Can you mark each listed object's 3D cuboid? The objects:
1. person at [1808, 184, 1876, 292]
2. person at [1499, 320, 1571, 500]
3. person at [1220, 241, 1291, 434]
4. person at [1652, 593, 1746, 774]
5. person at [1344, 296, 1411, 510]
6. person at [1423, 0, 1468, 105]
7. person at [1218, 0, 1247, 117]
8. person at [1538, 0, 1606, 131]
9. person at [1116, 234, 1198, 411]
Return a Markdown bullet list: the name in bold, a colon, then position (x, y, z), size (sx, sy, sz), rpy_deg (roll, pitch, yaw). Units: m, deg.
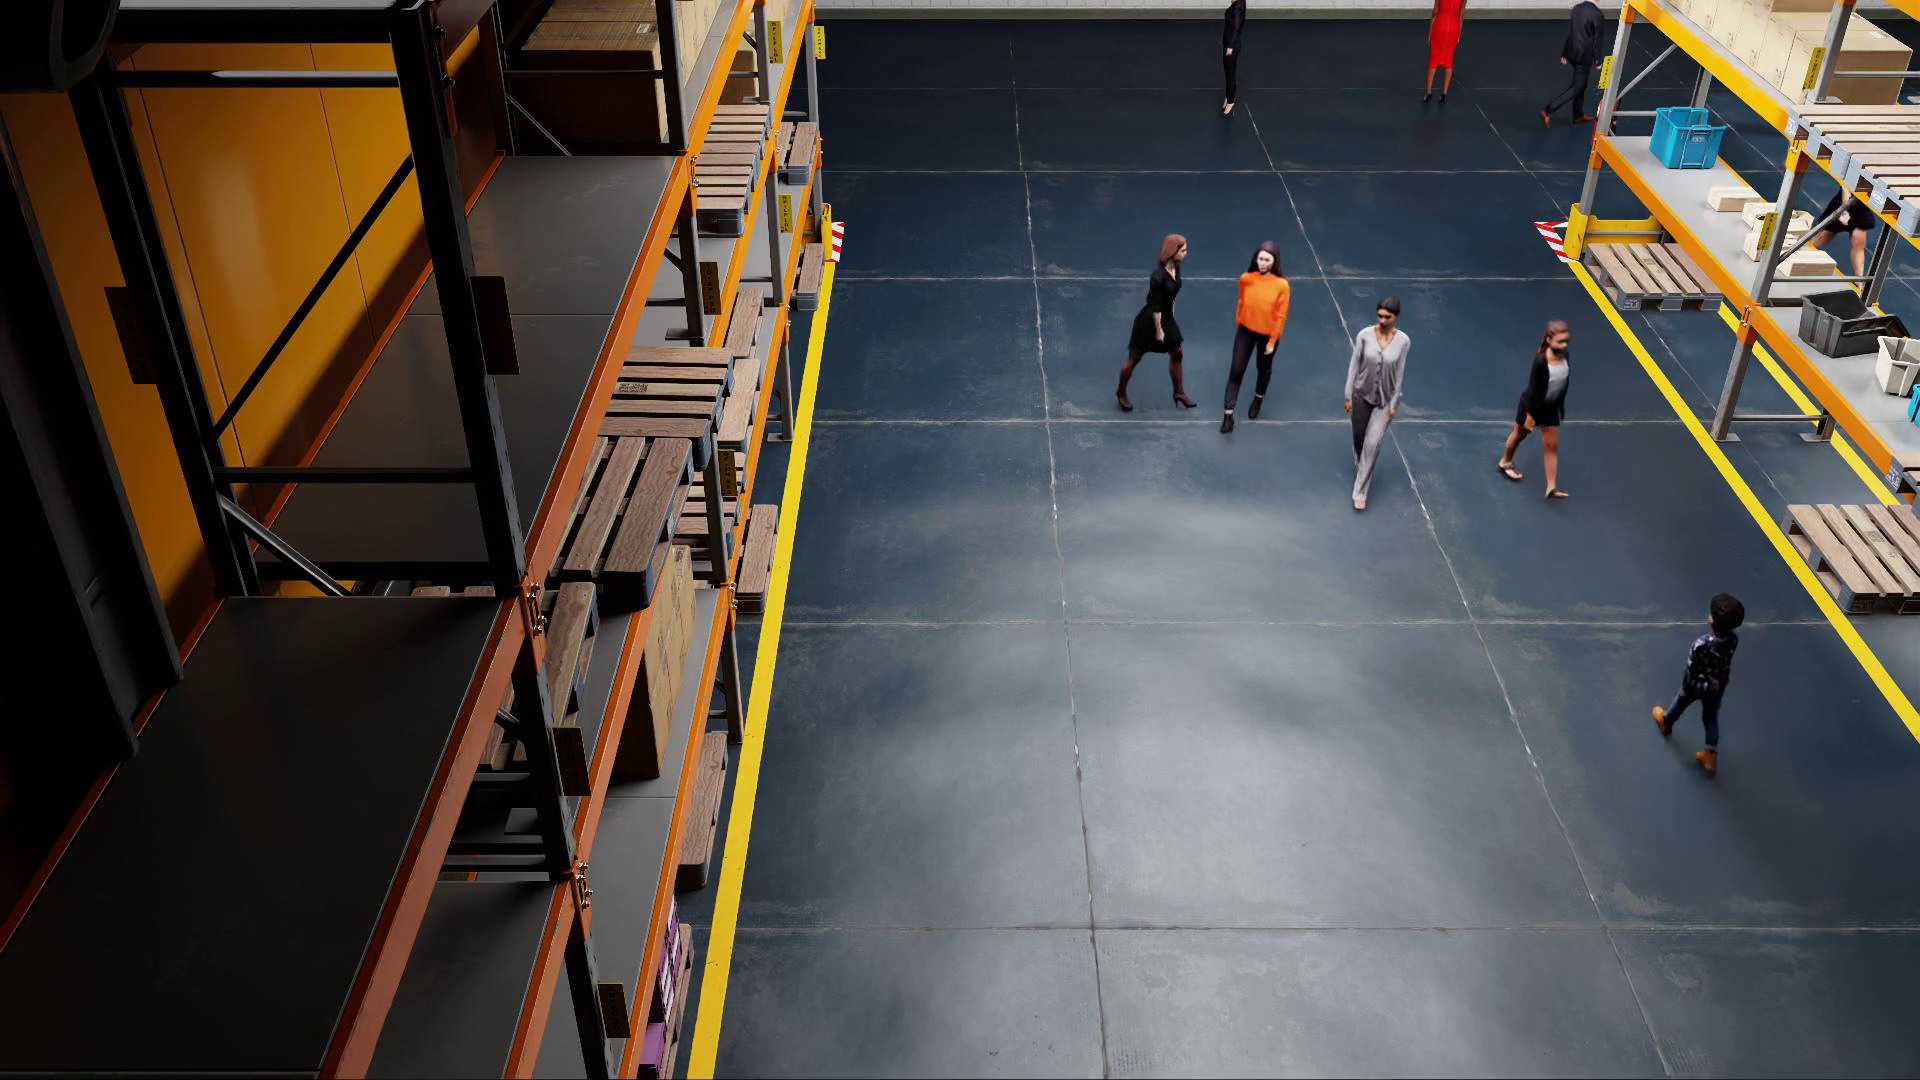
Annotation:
- **person**: position (8.779, -3.297, 16.590), size (0.944, 1.665, 1.162), rpy_deg (-14, 36, -20)
- **person**: position (4.634, -1.116, 13.445), size (0.776, 1.514, 1.098), rpy_deg (-12, 35, -17)
- **person**: position (2.594, -1.788, 14.275), size (0.898, 1.716, 1.135), rpy_deg (15, 36, 21)
- **person**: position (4.812, 0.922, 10.641), size (0.543, 1.225, 0.884), rpy_deg (-4, 34, -6)
- **person**: position (3.329, -1.183, 13.346), size (0.817, 1.736, 1.147), rpy_deg (11, 35, 15)
- **person**: position (6.210, -6.469, 21.292), size (0.548, 1.743, 0.488), rpy_deg (0, 34, 0)
- **person**: position (3.423, -6.221, 20.946), size (0.647, 1.712, 0.446), rpy_deg (3, 34, 4)
- **person**: position (7.575, -5.918, 20.436), size (0.952, 1.774, 1.170), rpy_deg (-10, 35, -14)
- **person**: position (1.637, -1.875, 14.454), size (0.954, 1.661, 0.965), rpy_deg (-29, 43, -36)
